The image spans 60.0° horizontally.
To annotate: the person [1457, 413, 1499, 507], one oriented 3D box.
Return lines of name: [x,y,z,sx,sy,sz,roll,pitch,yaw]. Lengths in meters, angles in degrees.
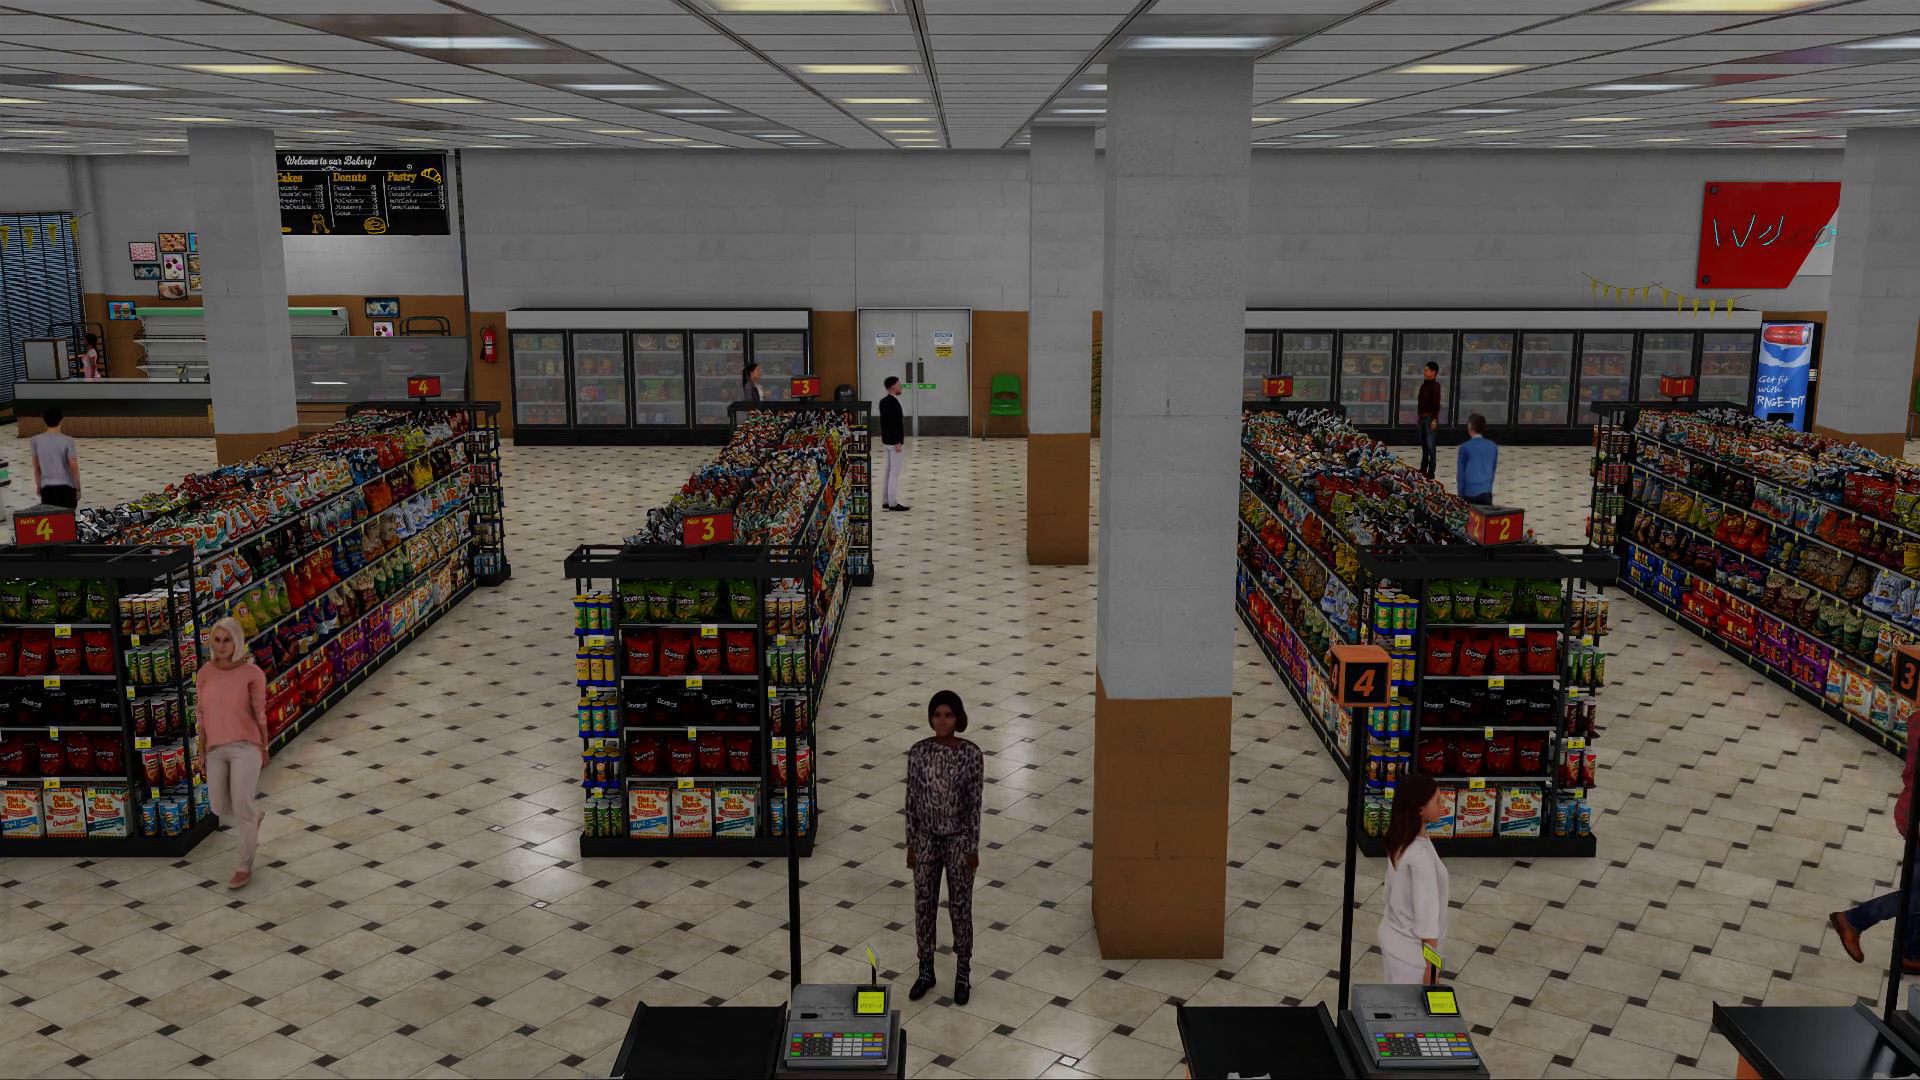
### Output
person: [5.962,-0.523,19.075,0.684,1.774,1.152,-1,12,-3]

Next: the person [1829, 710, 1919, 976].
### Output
person: [5.217,1.548,9.133,0.982,1.817,0.986,6,13,26]

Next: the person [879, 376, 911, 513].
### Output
person: [-0.935,-1.323,22.706,0.790,1.844,0.633,-5,13,-22]

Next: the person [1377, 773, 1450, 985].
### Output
person: [2.105,1.897,7.789,0.676,1.689,0.496,-1,12,-5]

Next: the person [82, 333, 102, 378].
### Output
person: [-15.938,-2.935,30.610,0.707,1.741,0.580,-5,13,-23]

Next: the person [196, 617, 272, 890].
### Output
person: [-4.574,1.306,10.546,0.608,1.709,0.874,0,12,1]

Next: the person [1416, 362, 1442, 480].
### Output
person: [7.107,-1.818,25.202,0.756,1.782,0.558,-3,12,-15]

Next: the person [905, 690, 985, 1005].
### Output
person: [-0.081,1.643,8.945,0.632,1.709,0.649,3,12,14]

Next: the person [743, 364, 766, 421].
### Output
person: [-3.217,-1.909,25.890,0.713,1.677,0.556,2,12,8]

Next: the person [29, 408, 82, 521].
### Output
person: [-10.418,-0.572,19.127,0.765,1.848,1.033,-2,12,-7]
